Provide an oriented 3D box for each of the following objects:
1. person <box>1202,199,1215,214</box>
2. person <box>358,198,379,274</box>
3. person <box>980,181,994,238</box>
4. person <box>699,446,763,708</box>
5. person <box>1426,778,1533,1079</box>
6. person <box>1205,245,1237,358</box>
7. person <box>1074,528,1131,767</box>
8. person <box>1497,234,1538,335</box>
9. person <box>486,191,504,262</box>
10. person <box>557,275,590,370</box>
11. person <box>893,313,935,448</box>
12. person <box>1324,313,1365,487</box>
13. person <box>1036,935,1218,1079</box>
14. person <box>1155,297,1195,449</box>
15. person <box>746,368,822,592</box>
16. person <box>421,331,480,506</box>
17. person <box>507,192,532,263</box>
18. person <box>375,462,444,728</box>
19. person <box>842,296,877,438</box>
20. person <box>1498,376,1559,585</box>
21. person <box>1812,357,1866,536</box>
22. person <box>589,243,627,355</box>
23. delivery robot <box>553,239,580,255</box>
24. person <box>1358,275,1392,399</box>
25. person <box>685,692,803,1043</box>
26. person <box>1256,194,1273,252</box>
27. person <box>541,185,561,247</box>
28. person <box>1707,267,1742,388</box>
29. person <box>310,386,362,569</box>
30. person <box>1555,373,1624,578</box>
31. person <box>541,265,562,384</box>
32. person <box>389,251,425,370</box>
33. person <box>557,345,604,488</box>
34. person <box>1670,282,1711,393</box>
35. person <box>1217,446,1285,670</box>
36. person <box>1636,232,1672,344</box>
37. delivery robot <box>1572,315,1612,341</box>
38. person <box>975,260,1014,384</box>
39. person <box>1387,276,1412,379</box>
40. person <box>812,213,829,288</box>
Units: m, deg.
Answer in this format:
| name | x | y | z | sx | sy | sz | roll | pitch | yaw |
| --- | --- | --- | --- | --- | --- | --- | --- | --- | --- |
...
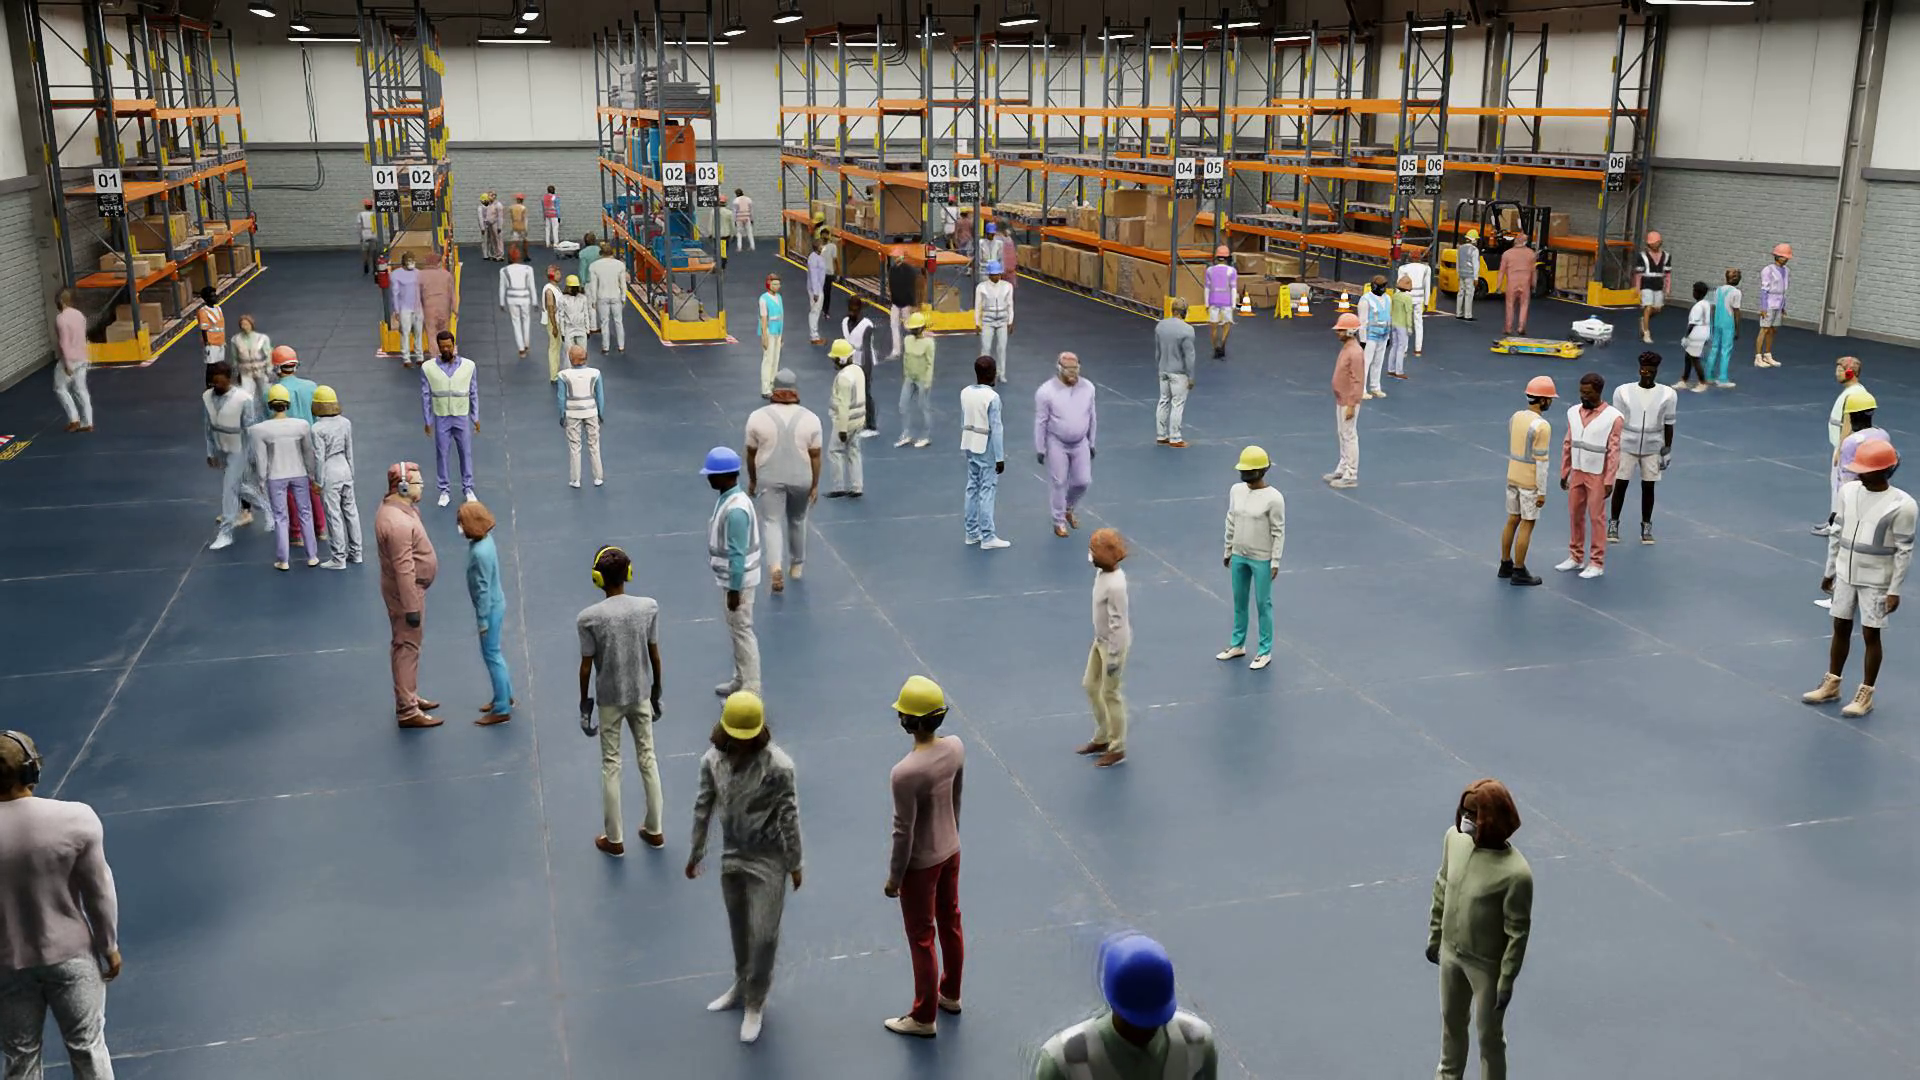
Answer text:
| name | x | y | z | sx | sy | sz | roll | pitch | yaw |
| --- | --- | --- | --- | --- | --- | --- | --- | --- | --- |
| person | 7.444 | -9.667 | 49.543 | 0.598 | 1.924 | 0.614 | 10 | 18 | 34 |
| person | -14.886 | -7.662 | 41.986 | 0.559 | 1.927 | 0.524 | -1 | 15 | -4 |
| person | 0.878 | -10.502 | 52.885 | 0.509 | 1.822 | 0.401 | -11 | 18 | -34 |
| person | -1.663 | 0.267 | 12.143 | 0.422 | 1.938 | 0.607 | -4 | 15 | -14 |
| person | 2.170 | 1.775 | 7.038 | 0.283 | 1.633 | 0.500 | -8 | 17 | -27 |
| person | 4.463 | -4.062 | 28.445 | 0.569 | 1.924 | 0.403 | 6 | 16 | 21 |
| person | 0.955 | 0.710 | 11.061 | 0.353 | 1.622 | 0.539 | -2 | 15 | -7 |
| person | 10.516 | -4.814 | 31.351 | 0.727 | 1.890 | 0.415 | 4 | 15 | 13 |
| person | -12.715 | -8.562 | 45.416 | 0.409 | 1.909 | 0.640 | -14 | 20 | -42 |
| person | -5.920 | -3.207 | 25.592 | 0.485 | 1.738 | 0.320 | -10 | 18 | -34 |
| person | -0.574 | -2.008 | 21.057 | 0.542 | 1.732 | 0.654 | 11 | 19 | 37 |
| person | 4.422 | -1.605 | 19.064 | 0.396 | 1.992 | 0.623 | 0 | 15 | 0 |
| person | 0.519 | 2.094 | 5.273 | 0.635 | 1.926 | 0.501 | -5 | 16 | -20 |
| person | 2.724 | -2.113 | 21.110 | 0.379 | 1.931 | 0.635 | -12 | 19 | -37 |
| person | -1.580 | -0.567 | 15.071 | 0.684 | 2.000 | 0.889 | -3 | 15 | -11 |
| person | -5.565 | -1.337 | 18.203 | 0.596 | 1.918 | 0.382 | -6 | 16 | -21 |
| person | -11.920 | -8.410 | 44.886 | 0.586 | 1.904 | 0.863 | 5 | 16 | 19 |
| person | -3.891 | 0.382 | 11.780 | 0.396 | 1.900 | 0.647 | -6 | 16 | -21 |
| person | -1.371 | -2.248 | 21.708 | 0.698 | 1.878 | 0.614 | -14 | 20 | -42 |
| person | 5.212 | -0.542 | 15.203 | 0.386 | 1.930 | 0.540 | -4 | 15 | -14 |
| person | 8.991 | -0.942 | 16.880 | 0.390 | 1.834 | 0.571 | 8 | 17 | 27 |
| person | -6.092 | -4.174 | 28.841 | 0.629 | 1.940 | 0.379 | -5 | 16 | -19 |
| delivery robot | -10.920 | -8.115 | 46.141 | 0.707 | 0.478 | 0.477 | -14 | 20 | -42 |
| person | 6.152 | -3.003 | 24.649 | 0.619 | 1.836 | 0.431 | -11 | 18 | -35 |
| person | -1.037 | 1.519 | 7.832 | 0.574 | 1.719 | 0.497 | 8 | 17 | 27 |
| person | 8.273 | -8.479 | 45.180 | 0.532 | 1.865 | 0.310 | 12 | 19 | 39 |
| person | -12.189 | -9.662 | 49.706 | 0.624 | 1.835 | 0.431 | 7 | 16 | 25 |
| person | 11.783 | -3.265 | 25.597 | 0.327 | 1.843 | 0.516 | -5 | 16 | -19 |
| person | -5.944 | -0.597 | 15.752 | 0.303 | 1.743 | 0.494 | 6 | 16 | 21 |
| person | 5.870 | -0.615 | 15.515 | 0.403 | 1.908 | 0.600 | -9 | 17 | -30 |
| person | -6.325 | -3.357 | 25.934 | 0.390 | 1.849 | 0.566 | -2 | 15 | -8 |
| person | -9.032 | -3.783 | 27.398 | 0.401 | 1.930 | 0.626 | 14 | 21 | 43 |
| person | -4.320 | -1.404 | 18.994 | 0.522 | 1.637 | 0.306 | -6 | 16 | -21 |
| person | 11.142 | -3.060 | 25.157 | 0.583 | 1.673 | 0.545 | 11 | 18 | 35 |
| person | 2.269 | 0.131 | 12.972 | 0.317 | 1.766 | 0.534 | -13 | 20 | -40 |
| person | 12.648 | -4.624 | 30.408 | 0.626 | 2.003 | 0.795 | 1 | 15 | 3 |
| delivery robot | 11.354 | -3.790 | 29.859 | 0.477 | 0.478 | 0.707 | -7 | 17 | -24 |
| person | 0.538 | -3.378 | 25.860 | 0.606 | 1.937 | 0.422 | -3 | 15 | -11 |
| person | 7.022 | -3.390 | 26.495 | 0.280 | 1.628 | 0.503 | -5 | 16 | -17 |
| person | -3.113 | -6.418 | 37.413 | 0.368 | 1.880 | 0.684 | 1 | 15 | 4 |
